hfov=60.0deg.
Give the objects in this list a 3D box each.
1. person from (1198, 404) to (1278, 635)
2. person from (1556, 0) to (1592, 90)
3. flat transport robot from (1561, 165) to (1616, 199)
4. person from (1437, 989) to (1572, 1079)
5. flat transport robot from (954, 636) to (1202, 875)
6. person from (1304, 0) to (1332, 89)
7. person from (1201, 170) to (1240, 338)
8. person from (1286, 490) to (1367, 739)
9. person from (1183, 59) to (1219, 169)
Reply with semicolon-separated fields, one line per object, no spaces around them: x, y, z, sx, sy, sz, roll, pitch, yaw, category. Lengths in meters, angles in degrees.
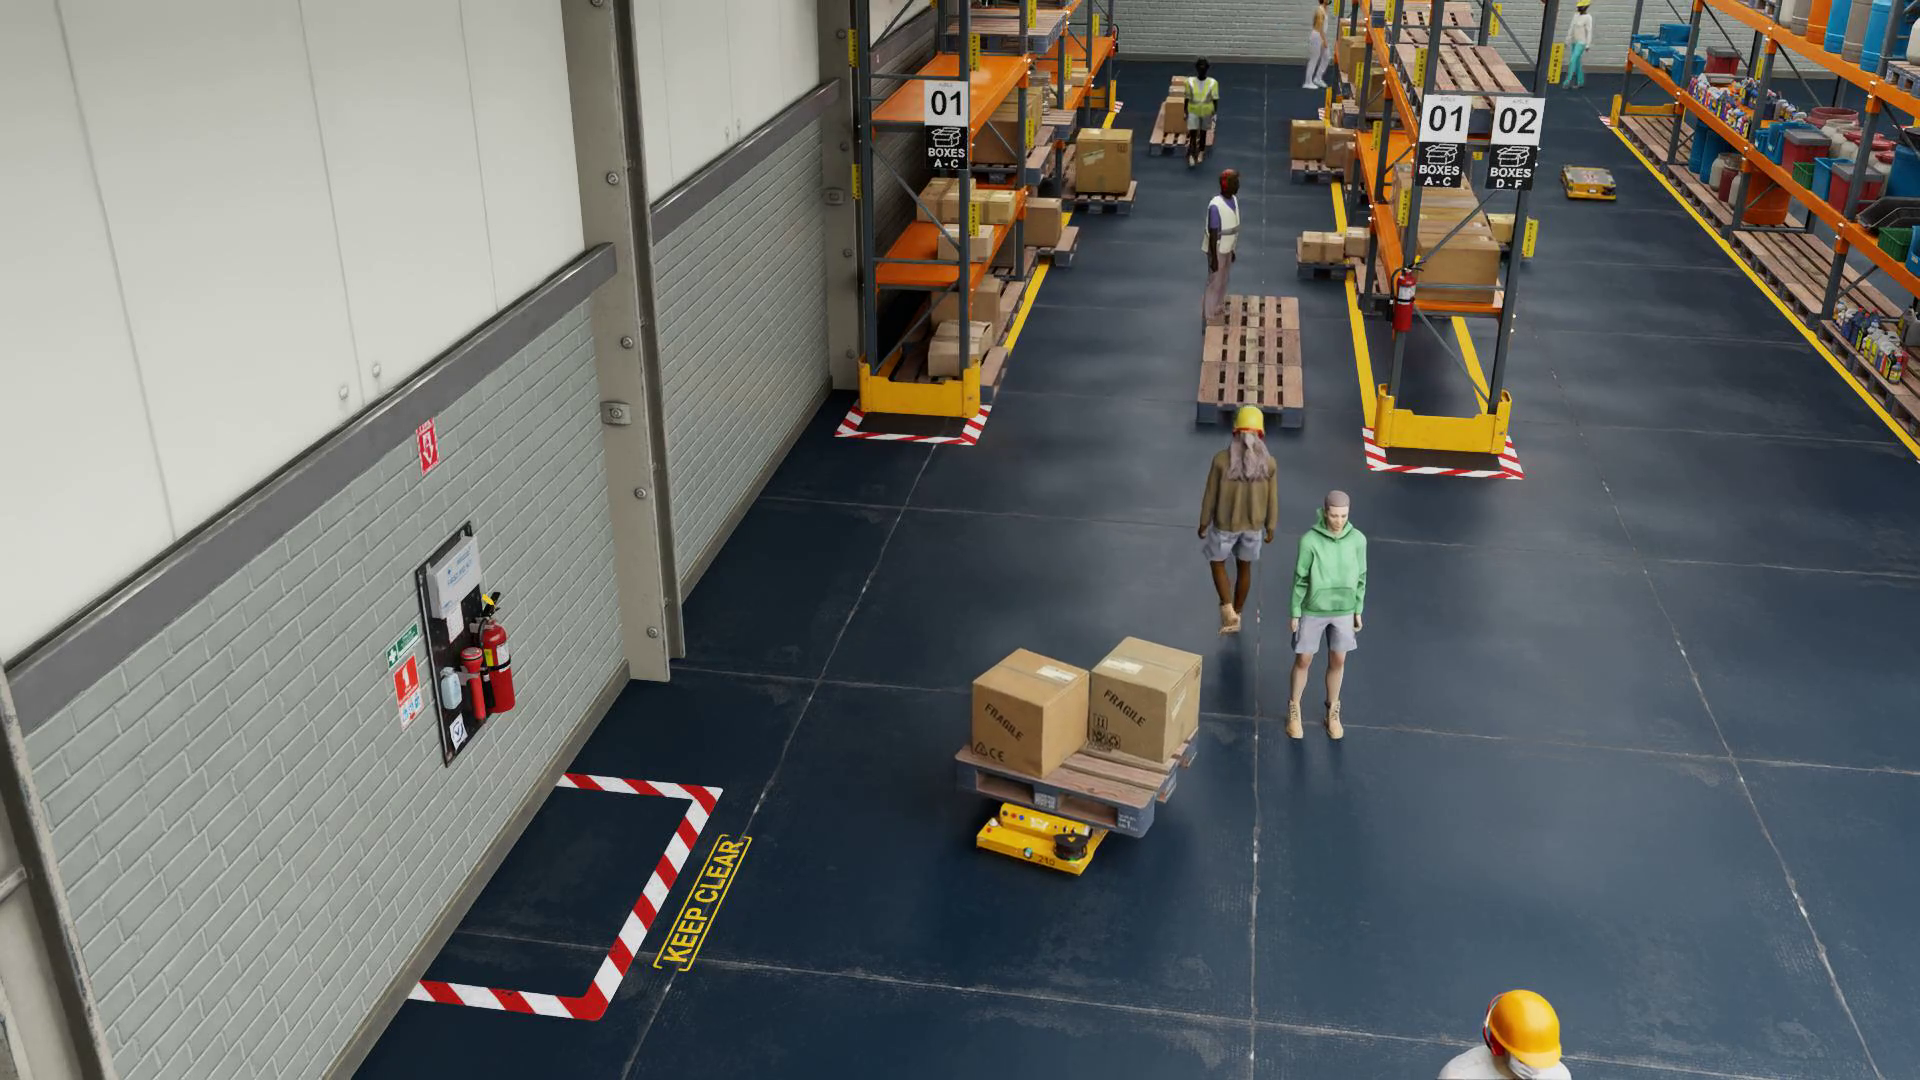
1.988;-0.106;11.830;0.560;1.750;0.519;-1;25;-1;person
11.864;-9.584;32.137;0.799;1.737;0.532;-6;26;-12;person
9.337;-5.311;24.724;0.659;0.231;1.431;6;26;13;flat transport robot
1.975;2.443;6.223;0.574;1.889;0.387;-1;25;-2;person
0.697;1.508;10.131;0.659;0.231;1.431;12;27;23;flat transport robot
7.008;-9.683;32.223;0.587;1.842;0.529;10;27;21;person
2.852;-3.143;18.237;0.376;1.841;0.590;13;28;26;person
2.330;0.470;10.622;0.464;1.733;0.323;-1;25;-3;person
3.757;-6.670;25.994;0.547;1.644;0.864;4;25;8;person
